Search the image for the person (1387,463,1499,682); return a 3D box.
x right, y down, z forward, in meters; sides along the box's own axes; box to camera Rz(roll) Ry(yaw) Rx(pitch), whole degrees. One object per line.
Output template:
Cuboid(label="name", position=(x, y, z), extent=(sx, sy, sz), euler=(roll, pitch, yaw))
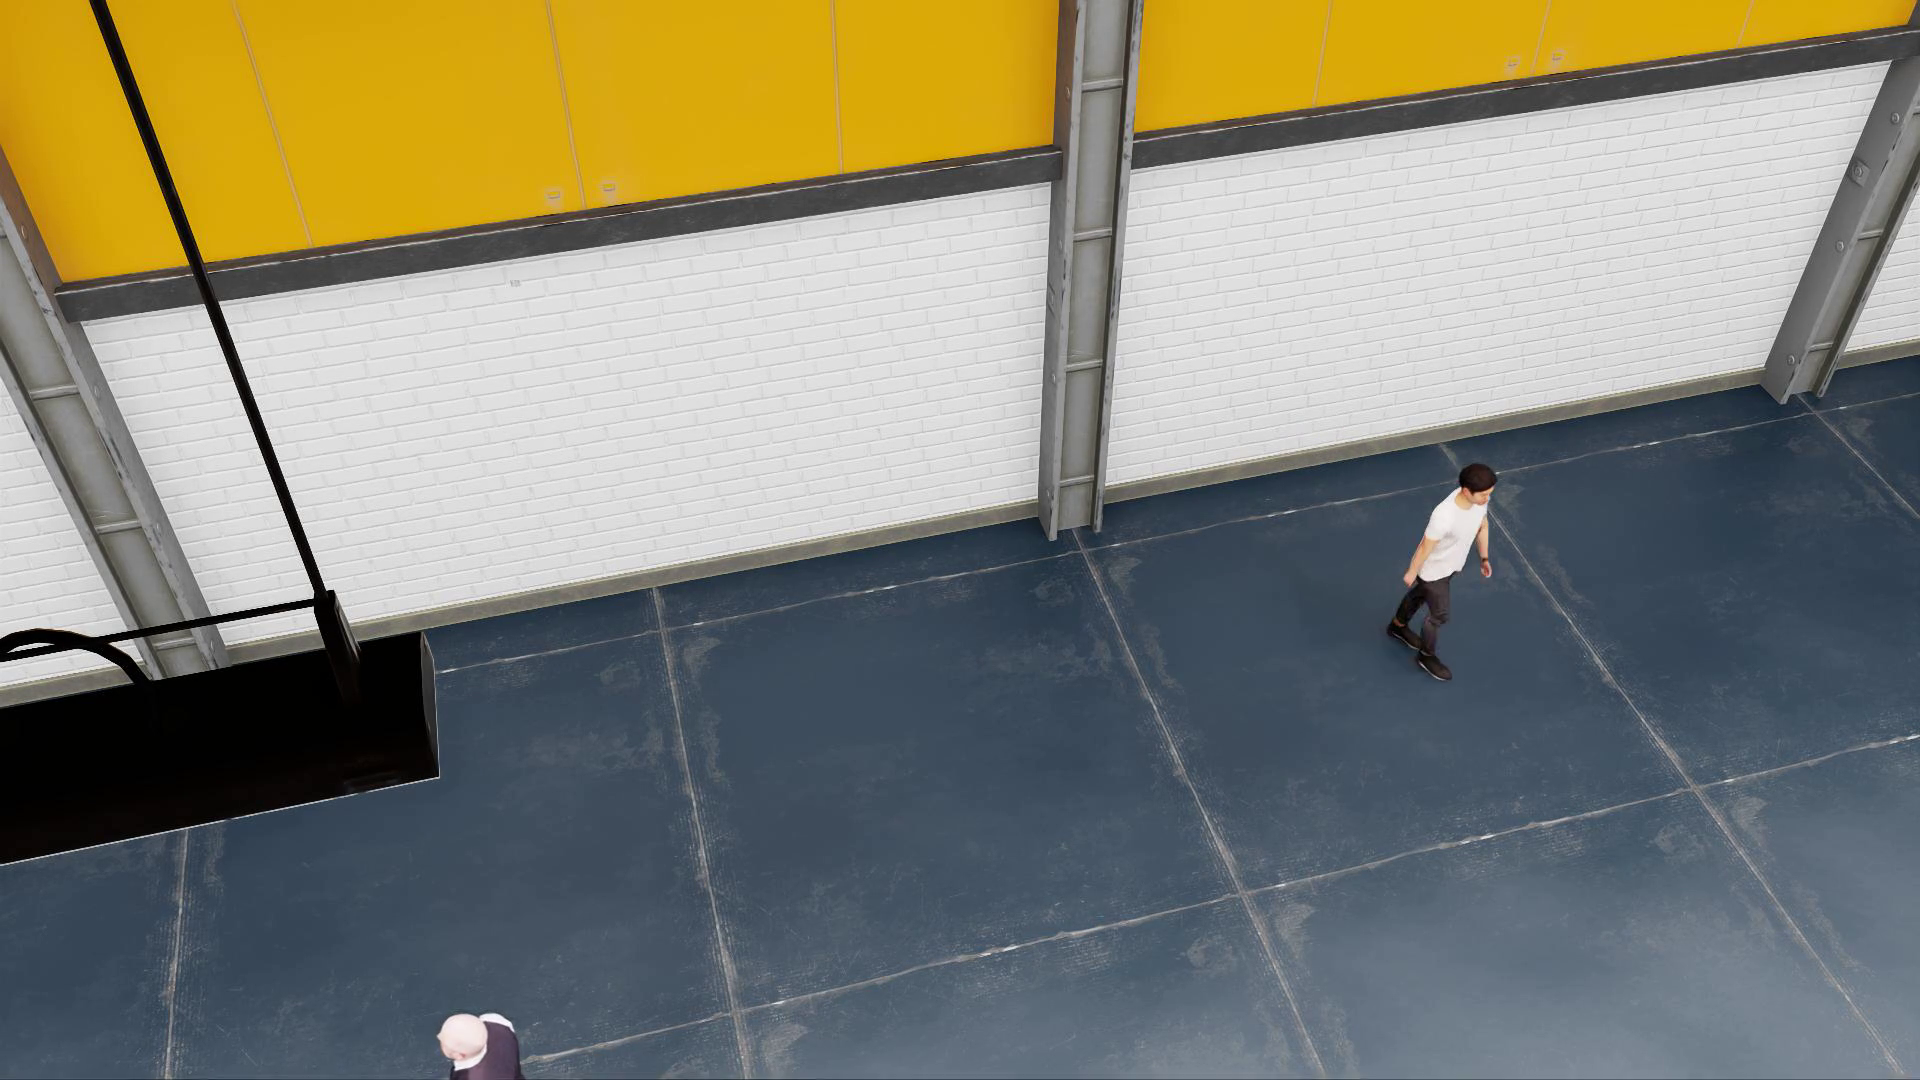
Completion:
Cuboid(label="person", position=(2.996, 0.079, 10.611), extent=(0.899, 1.690, 0.873), euler=(33, 52, 30))

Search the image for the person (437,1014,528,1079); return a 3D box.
Cuboid(label="person", position=(-2.125, 2.720, 7.743), extent=(0.690, 1.823, 0.745), euler=(0, 44, 0))
